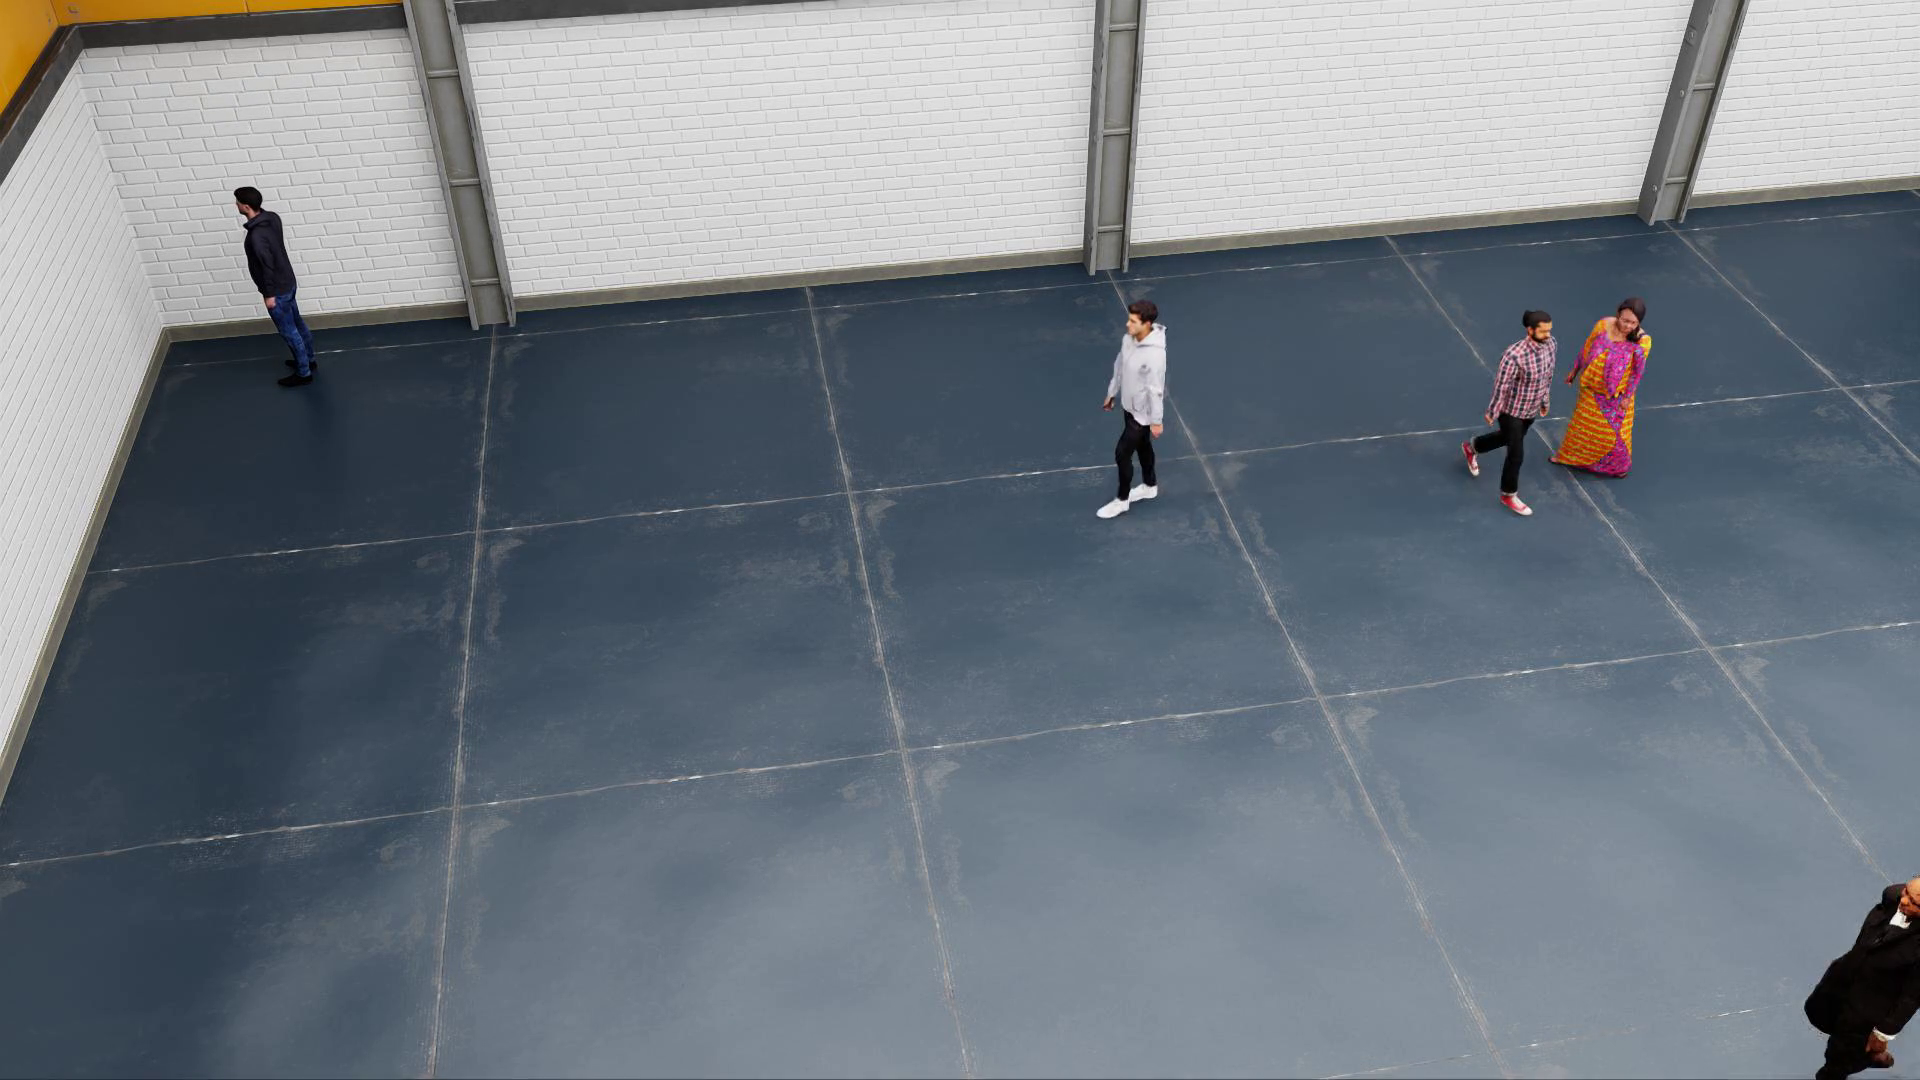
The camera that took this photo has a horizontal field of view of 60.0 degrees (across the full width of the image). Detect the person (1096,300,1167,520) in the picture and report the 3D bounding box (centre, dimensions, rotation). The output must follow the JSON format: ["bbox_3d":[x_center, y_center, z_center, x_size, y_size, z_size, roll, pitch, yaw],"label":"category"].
[{"bbox_3d":[1.499,-1.059,13.051,0.912,1.906,0.807,-13,40,-15],"label":"person"}]

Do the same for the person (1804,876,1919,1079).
[{"bbox_3d":[4.889,2.383,8.752,0.896,1.894,0.796,1,39,2],"label":"person"}]

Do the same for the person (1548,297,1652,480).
[{"bbox_3d":[5.241,-1.281,13.512,0.952,1.677,0.955,-16,41,-19],"label":"person"}]

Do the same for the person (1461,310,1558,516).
[{"bbox_3d":[4.394,-1.105,13.233,1.128,1.751,1.046,-25,45,-28],"label":"person"}]

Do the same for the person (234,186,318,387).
[{"bbox_3d":[-5.957,-2.230,14.526,0.578,1.895,0.678,-4,39,-5],"label":"person"}]
